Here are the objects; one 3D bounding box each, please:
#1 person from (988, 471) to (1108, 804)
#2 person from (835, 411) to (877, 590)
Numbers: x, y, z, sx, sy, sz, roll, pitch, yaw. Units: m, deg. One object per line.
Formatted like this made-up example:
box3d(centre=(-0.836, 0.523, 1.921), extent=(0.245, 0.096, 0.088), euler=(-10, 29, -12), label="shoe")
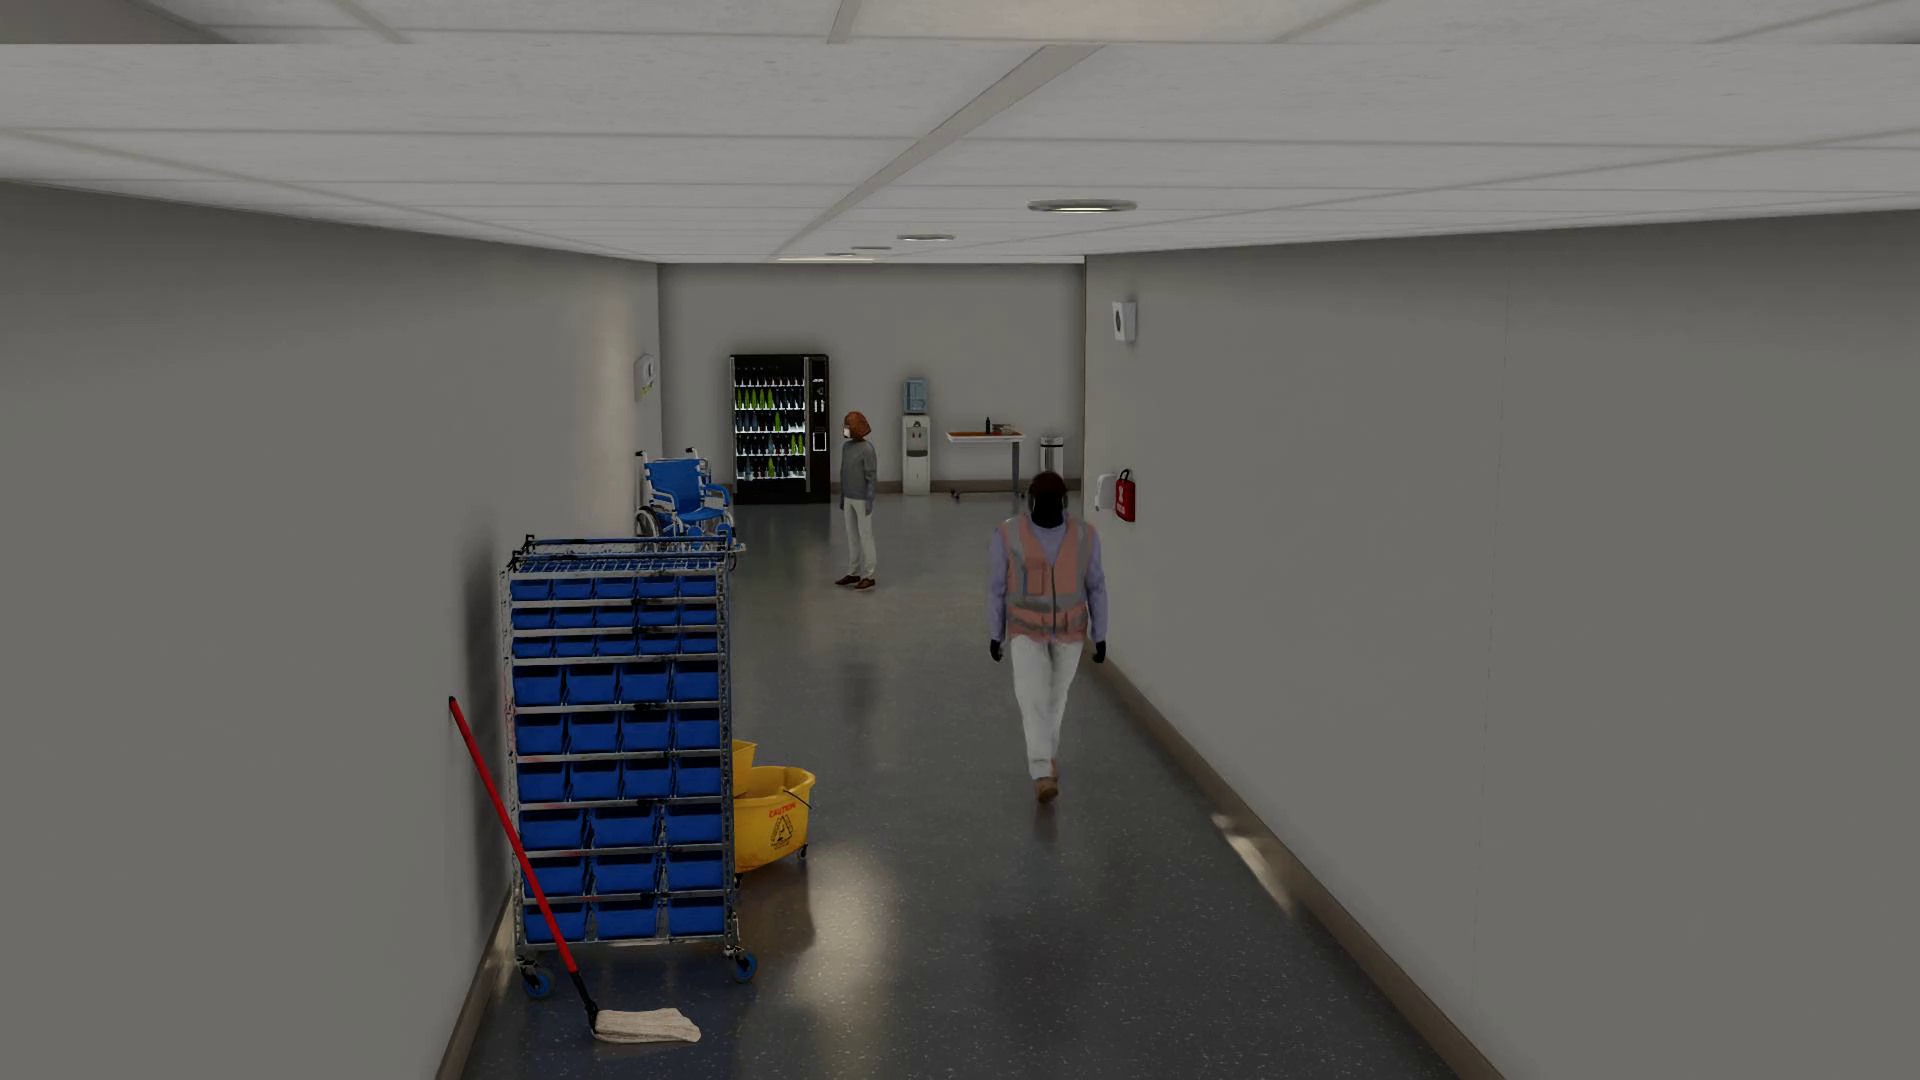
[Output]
box3d(centre=(0.507, 0.530, 9.164), extent=(0.654, 1.794, 0.927), euler=(-1, 9, -9), label="person")
box3d(centre=(-0.949, -0.366, 15.272), extent=(0.278, 1.633, 0.507), euler=(-7, 11, -37), label="person")
